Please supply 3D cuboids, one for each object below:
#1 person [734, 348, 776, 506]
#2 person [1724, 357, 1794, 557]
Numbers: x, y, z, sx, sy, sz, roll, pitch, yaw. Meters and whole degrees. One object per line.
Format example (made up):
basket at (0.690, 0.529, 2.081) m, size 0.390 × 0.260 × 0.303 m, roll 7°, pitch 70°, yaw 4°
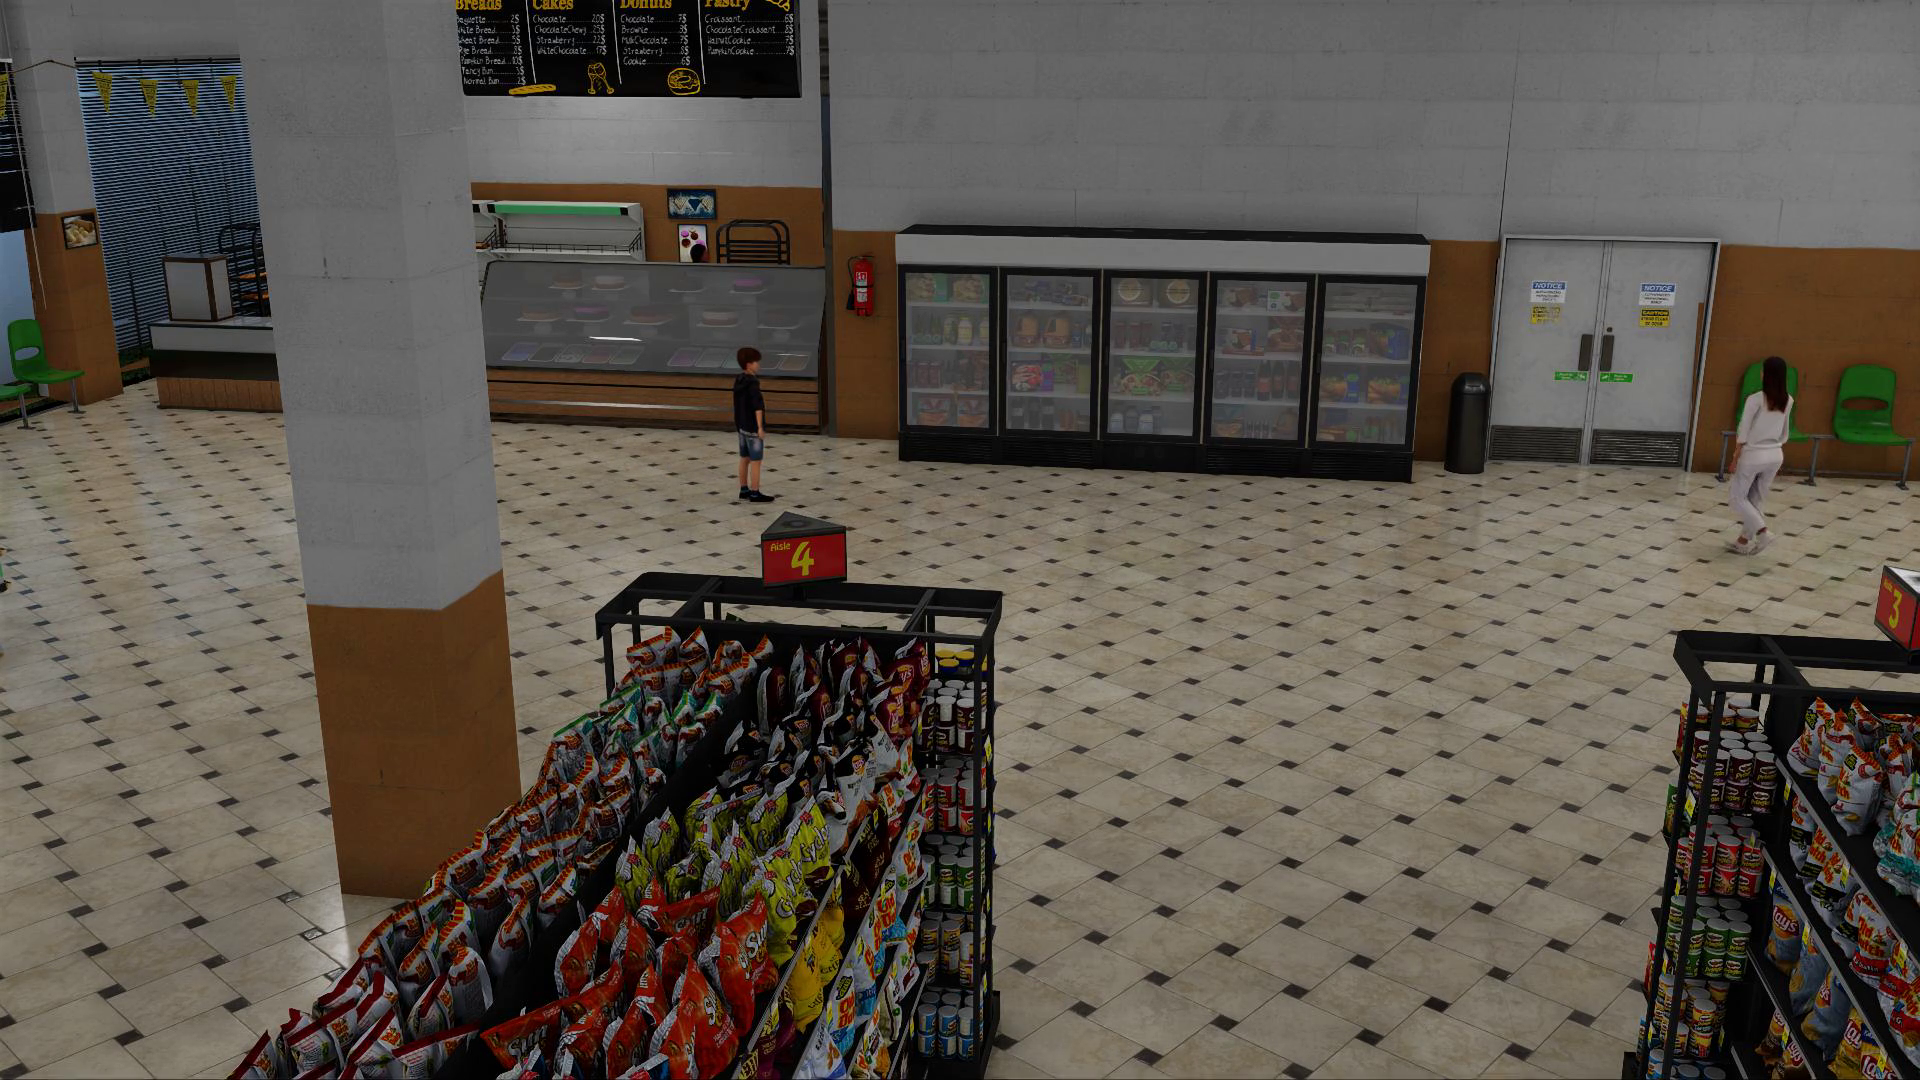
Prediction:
person at (-1.932, -1.057, 15.351) m, size 0.674 × 1.447 × 0.617 m, roll -12°, pitch 21°, yaw -34°
person at (6.575, -0.653, 13.618) m, size 0.816 × 1.680 × 0.941 m, roll -5°, pitch 18°, yaw -16°
